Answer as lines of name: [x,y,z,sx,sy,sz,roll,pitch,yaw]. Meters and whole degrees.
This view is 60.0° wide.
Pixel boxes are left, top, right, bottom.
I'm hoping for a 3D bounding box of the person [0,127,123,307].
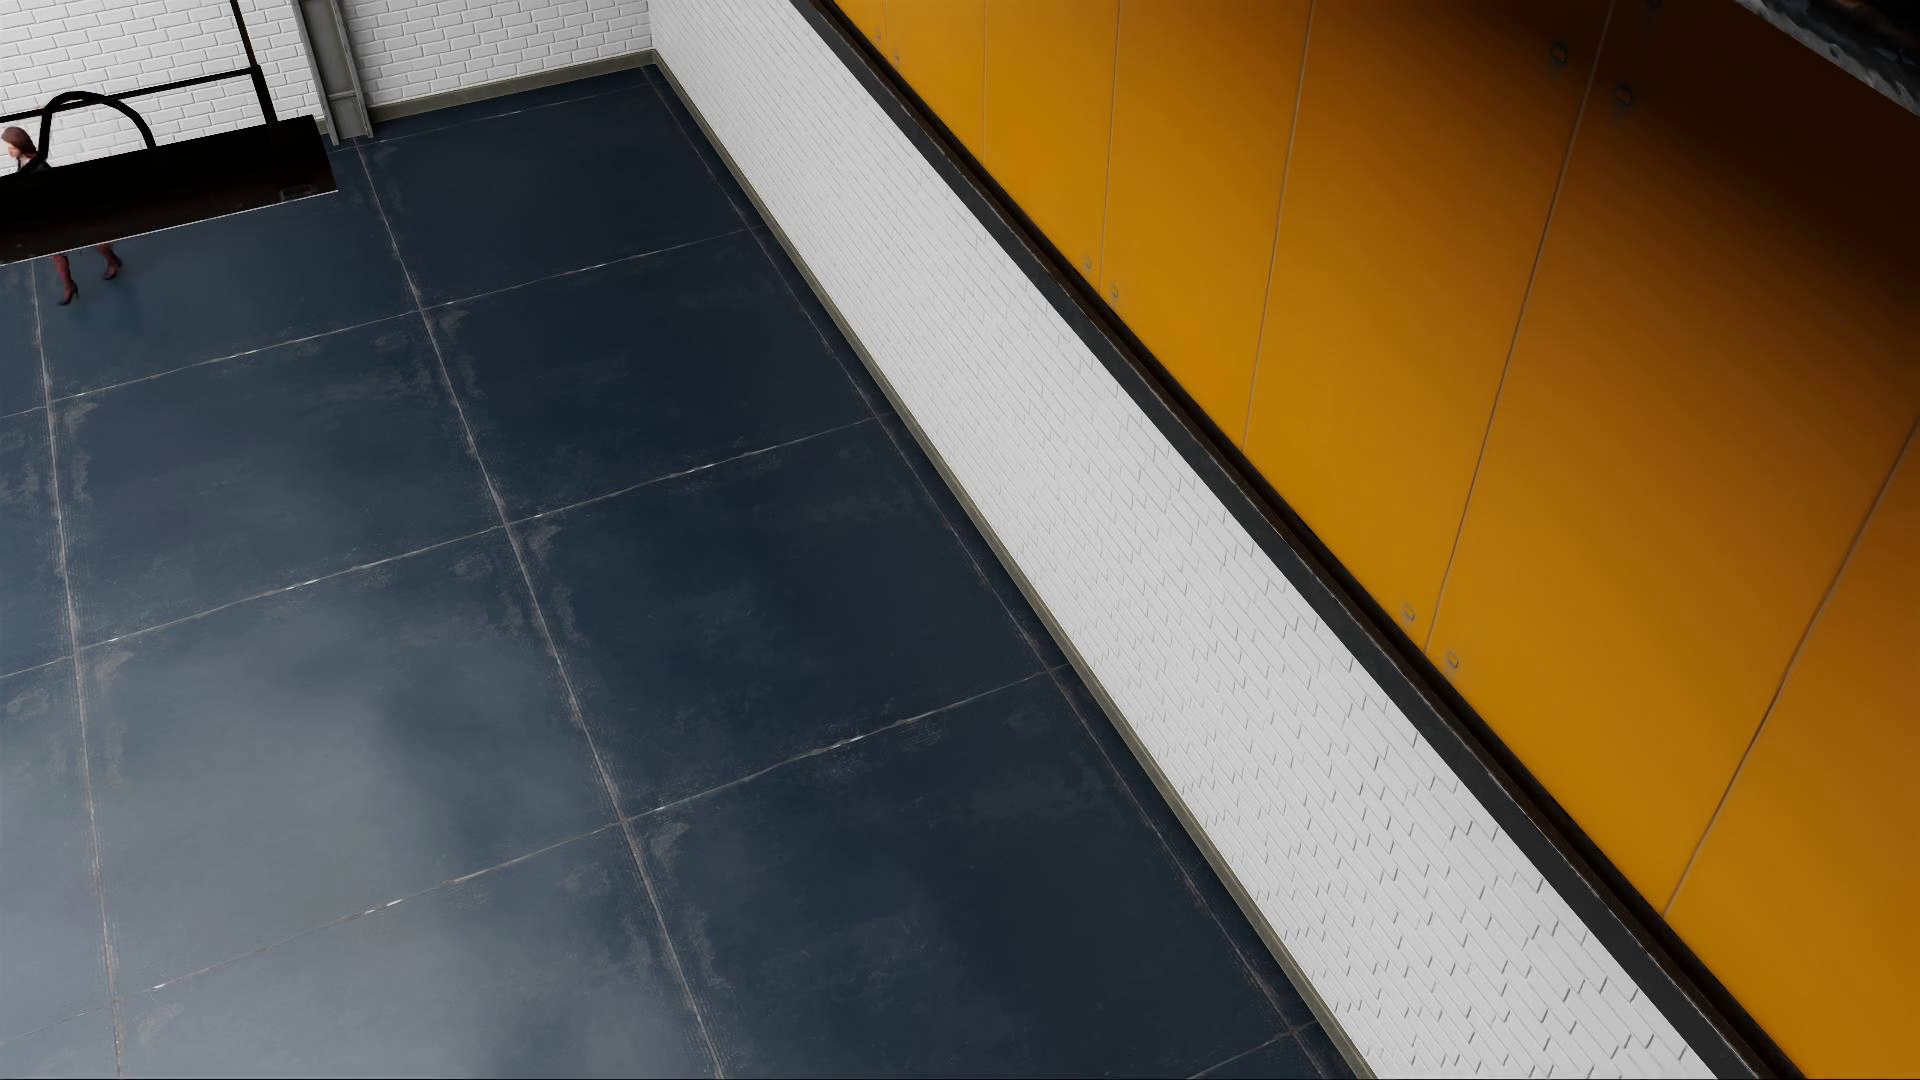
person: [-7.518,-2.811,14.012,0.867,1.650,1.005,31,52,29]
